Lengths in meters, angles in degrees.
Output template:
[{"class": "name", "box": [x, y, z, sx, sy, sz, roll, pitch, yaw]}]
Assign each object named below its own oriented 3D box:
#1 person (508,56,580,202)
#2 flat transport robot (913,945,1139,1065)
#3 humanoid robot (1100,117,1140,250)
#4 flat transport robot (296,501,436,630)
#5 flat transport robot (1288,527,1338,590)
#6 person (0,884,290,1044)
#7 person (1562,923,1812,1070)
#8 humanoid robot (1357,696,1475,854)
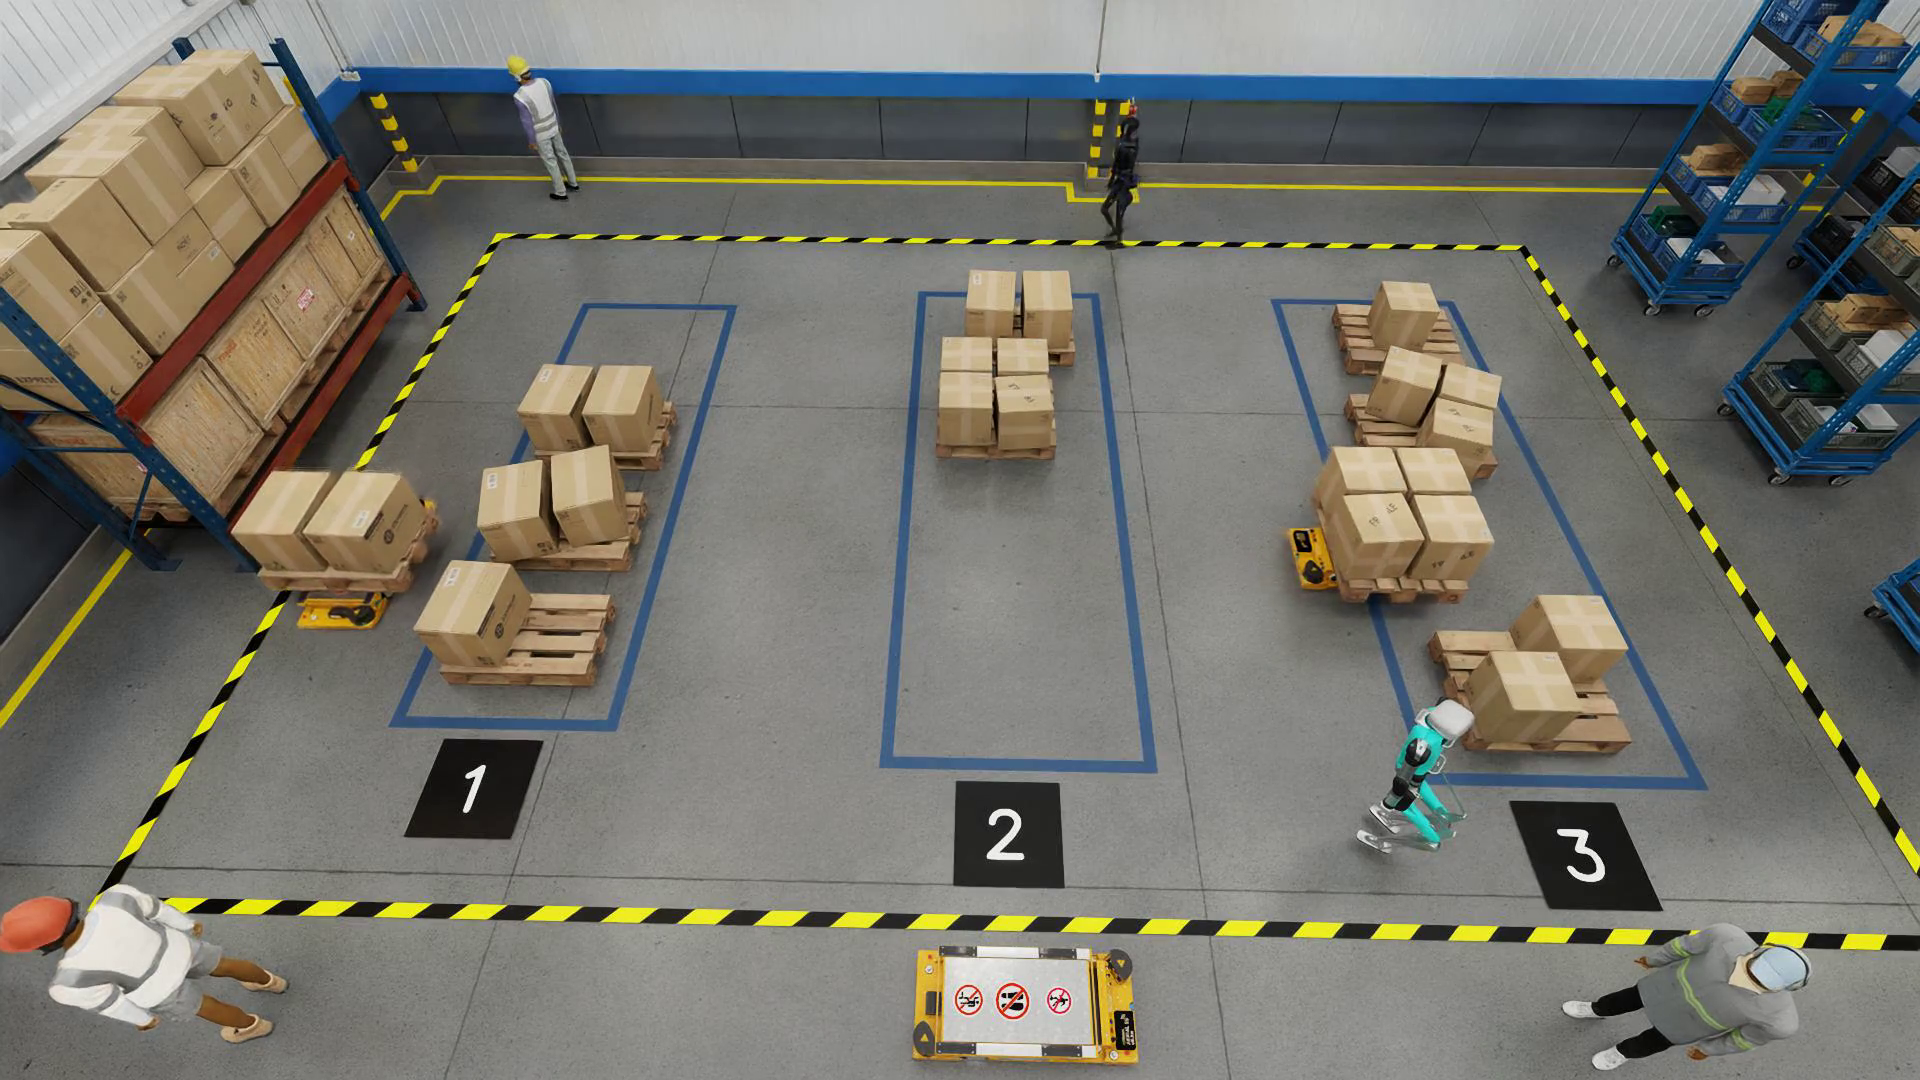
[{"class": "person", "box": [-5.356, -5.265, 11.771, 0.404, 1.829, 0.586, 19, 53, 15]}, {"class": "flat transport robot", "box": [0.422, 3.041, 6.007, 1.431, 0.231, 0.659, 1, 51, 1]}, {"class": "humanoid robot", "box": [1.944, -4.262, 11.051, 0.341, 1.653, 0.601, -8, 51, -6]}, {"class": "flat transport robot", "box": [-5.396, 0.167, 8.332, 0.652, 0.197, 1.431, 1, 51, 1]}, {"class": "flat transport robot", "box": [3.793, 0.140, 8.353, 1.431, 0.197, 0.652, 1, 51, 1]}, {"class": "person", "box": [-4.662, 2.488, 5.312, 0.366, 2.044, 0.613, -2, 51, -1]}, {"class": "person", "box": [4.181, 2.665, 5.291, 0.364, 1.852, 0.595, -7, 51, -6]}, {"class": "humanoid robot", "box": [3.143, 1.685, 6.081, 0.735, 1.672, 0.533, 35, 59, 25]}]
